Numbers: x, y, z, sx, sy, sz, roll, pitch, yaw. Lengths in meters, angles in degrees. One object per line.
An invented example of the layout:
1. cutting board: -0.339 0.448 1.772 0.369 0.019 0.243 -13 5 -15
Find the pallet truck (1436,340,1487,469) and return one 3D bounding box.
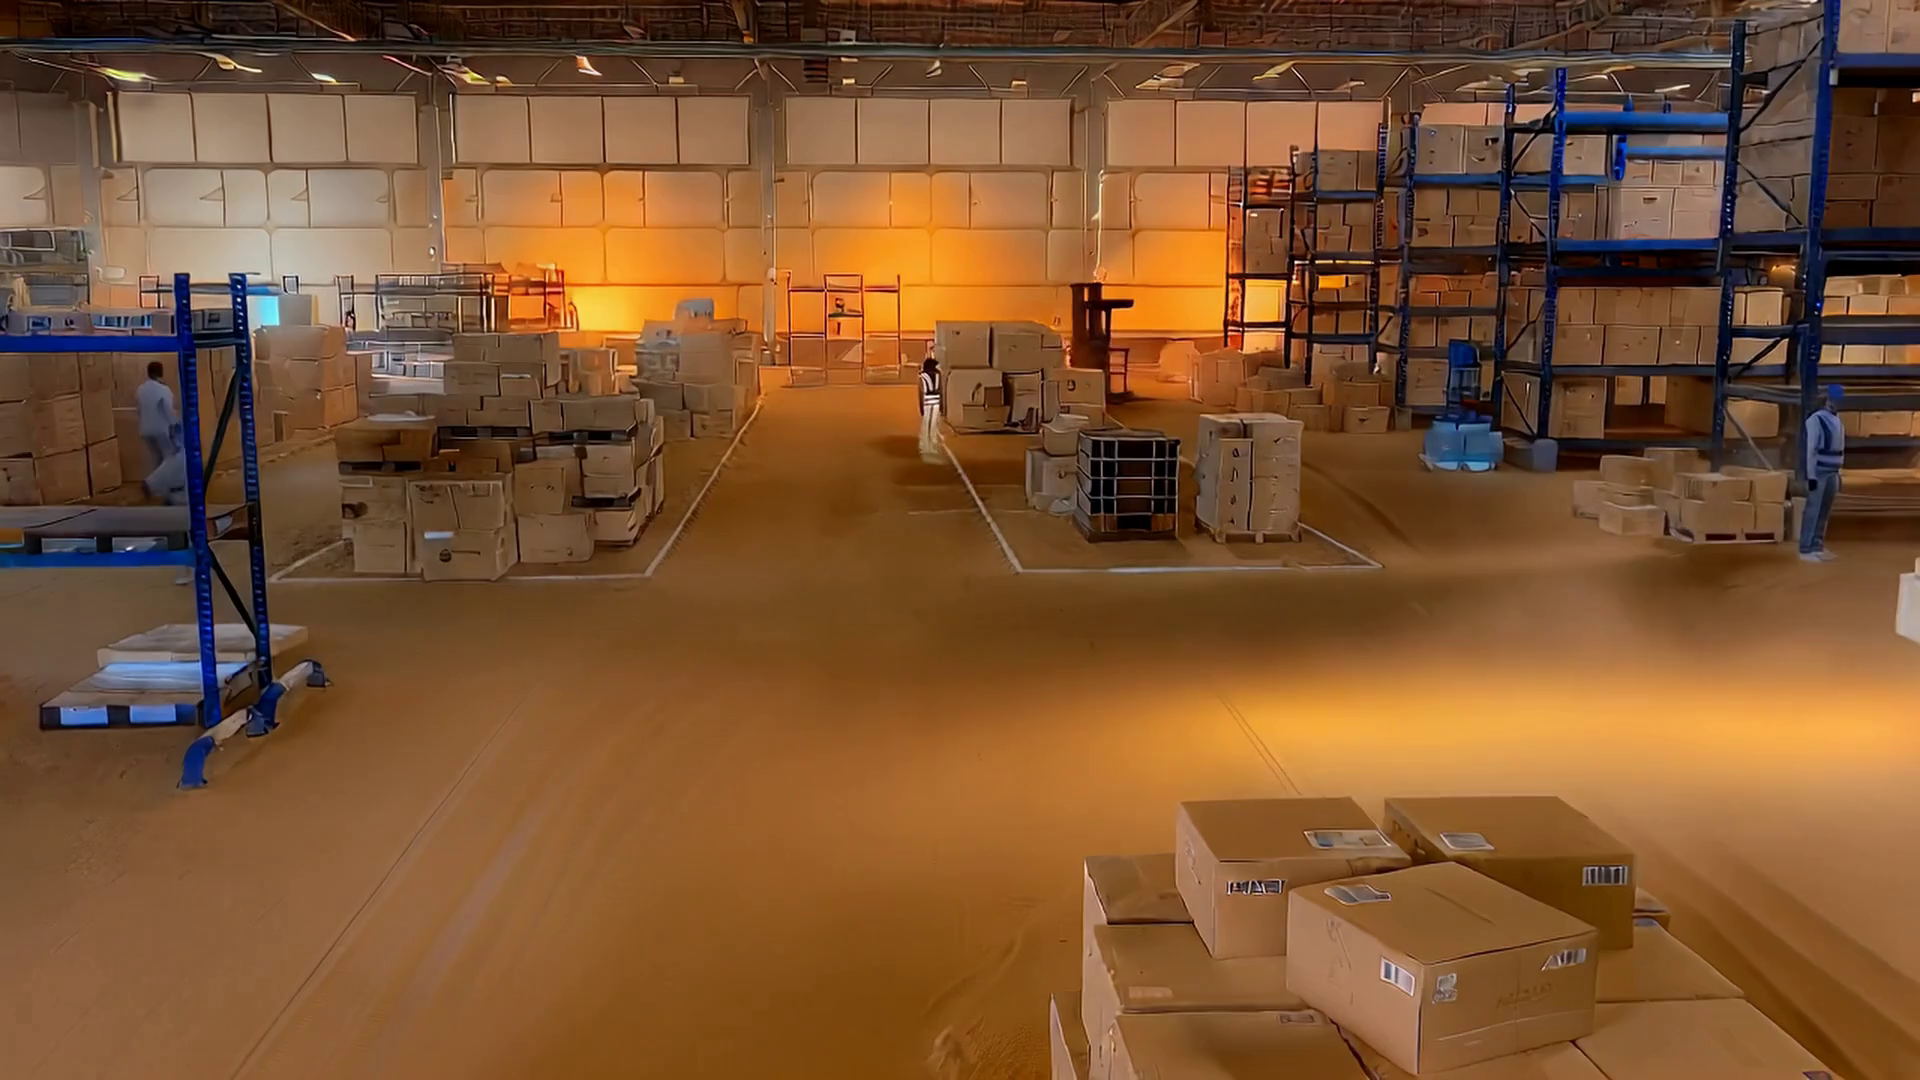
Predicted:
1. pallet truck: 8.004 -2.170 26.422 0.823 1.965 1.885 2 9 14

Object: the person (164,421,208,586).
1. person: -7.583 -0.357 16.288 0.341 1.621 0.555 -5 10 -27

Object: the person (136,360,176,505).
1. person: -10.509 -1.385 21.726 0.645 1.924 0.605 5 11 31

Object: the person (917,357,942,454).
1. person: -0.519 -2.274 28.191 0.308 1.640 0.511 8 12 43

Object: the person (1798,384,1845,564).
1. person: 9.088 -0.692 17.495 0.585 1.882 0.340 -6 11 -34

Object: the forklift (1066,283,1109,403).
1. forklift: 2.987 -4.718 39.657 1.873 2.768 1.129 6 11 35
